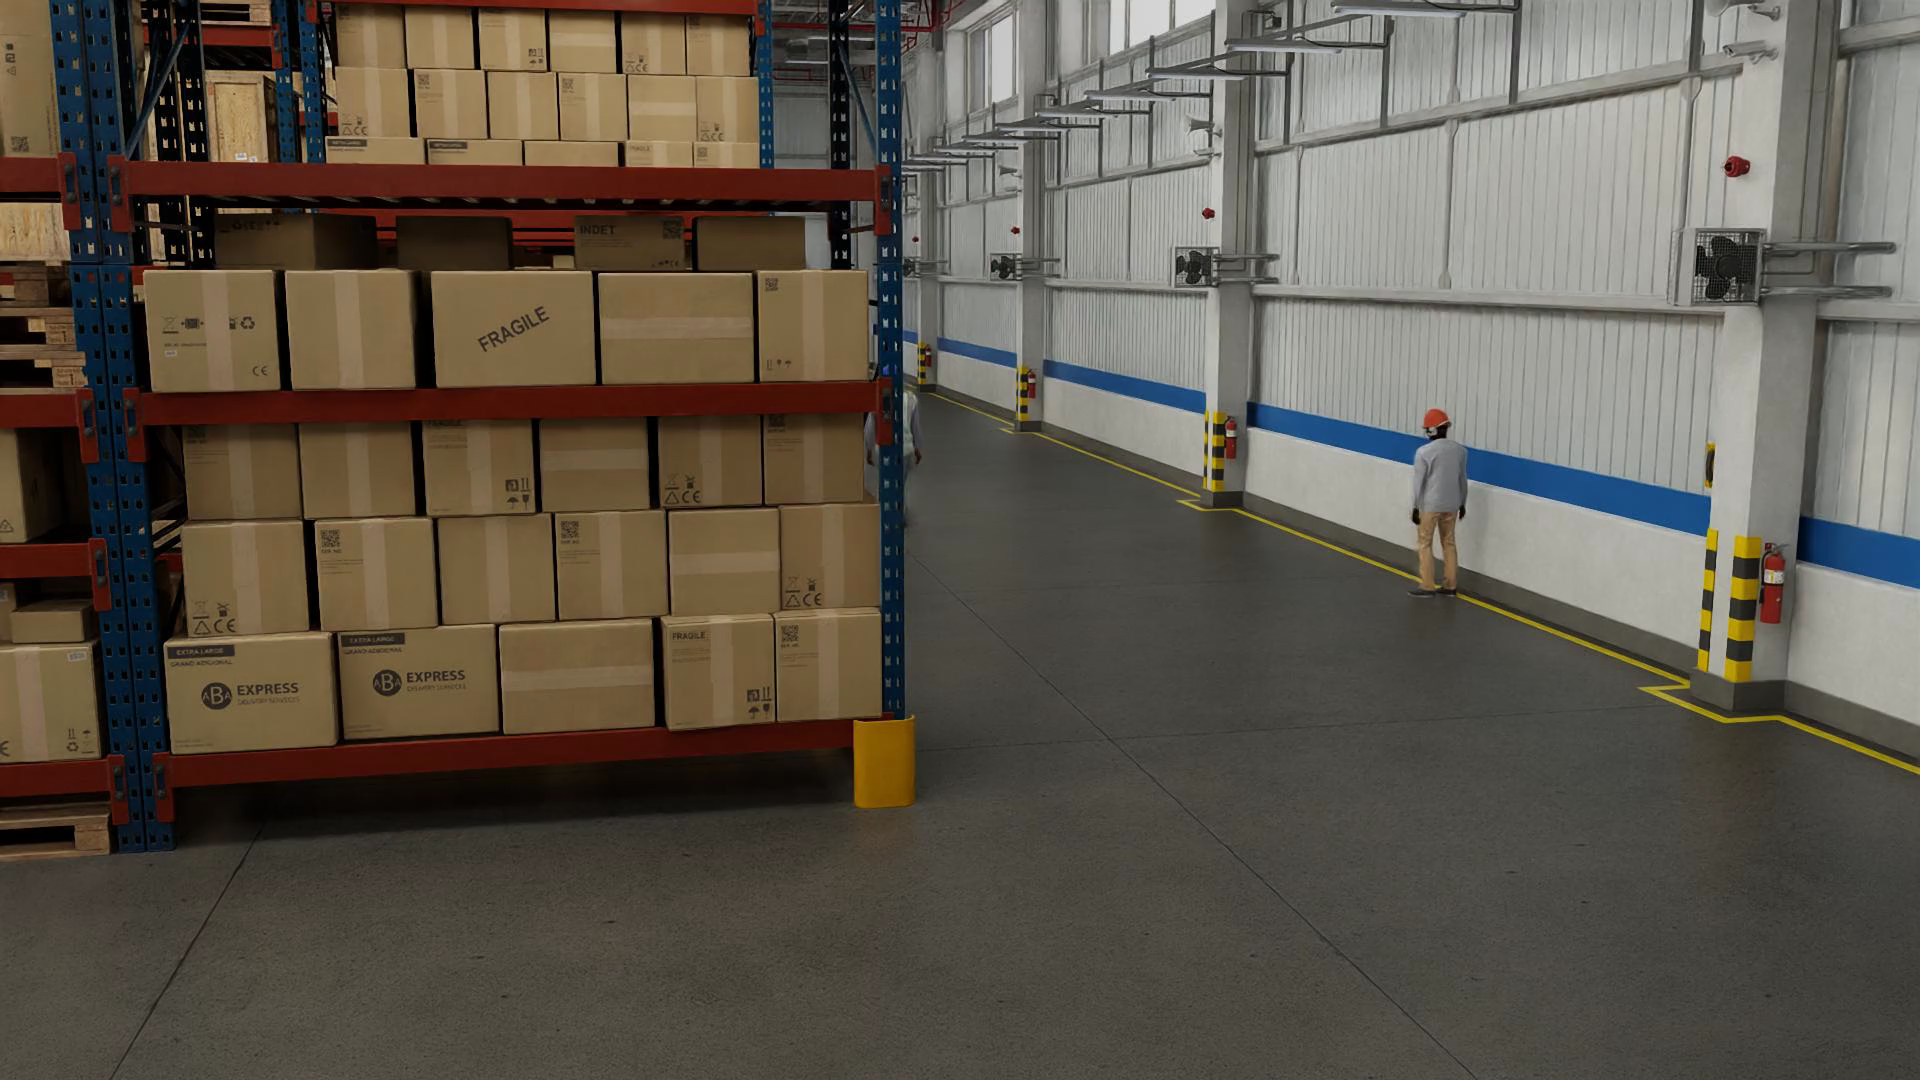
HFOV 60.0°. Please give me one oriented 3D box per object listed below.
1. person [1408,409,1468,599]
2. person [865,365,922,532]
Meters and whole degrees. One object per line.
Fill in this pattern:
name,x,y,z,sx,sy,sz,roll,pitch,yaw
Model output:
person,4.409,-0.338,15.329,0.655,1.740,0.377,-4,10,-22
person,-0.794,-1.068,19.188,0.644,1.927,0.611,-3,10,-15
